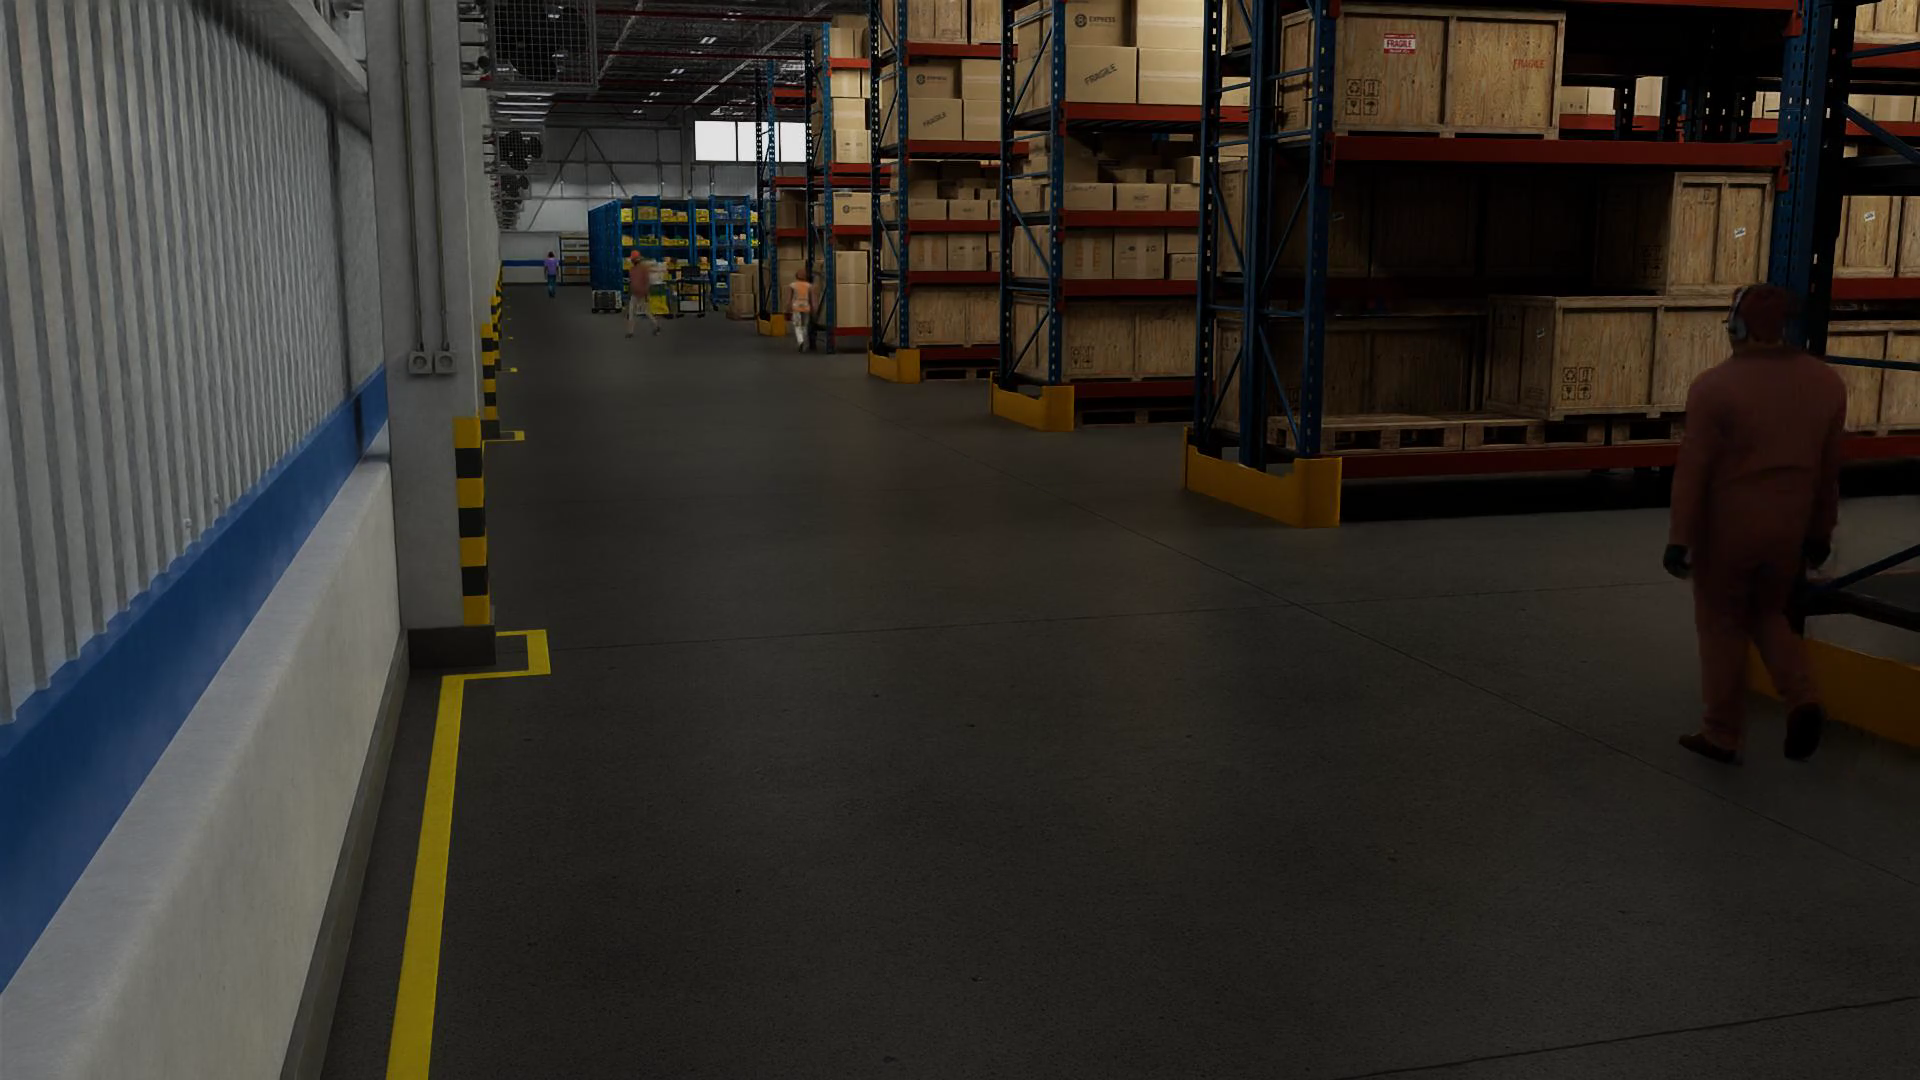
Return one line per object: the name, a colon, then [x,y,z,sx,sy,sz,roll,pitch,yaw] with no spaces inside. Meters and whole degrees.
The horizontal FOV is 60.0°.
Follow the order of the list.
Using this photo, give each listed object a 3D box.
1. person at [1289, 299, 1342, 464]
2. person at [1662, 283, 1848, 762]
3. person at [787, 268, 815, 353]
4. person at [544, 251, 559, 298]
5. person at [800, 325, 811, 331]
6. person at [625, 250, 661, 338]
person: [3.475,-1.566,15.536,0.798,1.715,0.492,-4,11,-20]
person: [3.077,-0.041,6.425,0.674,1.887,0.505,-2,10,-11]
person: [-2.989,-4.320,31.390,0.534,1.620,0.422,-3,11,-18]
person: [-16.120,-10.486,65.717,0.576,1.828,0.495,-3,10,-16]
person: [-3.522,-5.902,40.037,0.671,1.737,0.556,-4,11,-23]
person: [-7.104,-5.493,37.112,0.614,1.961,0.955,5,11,26]
